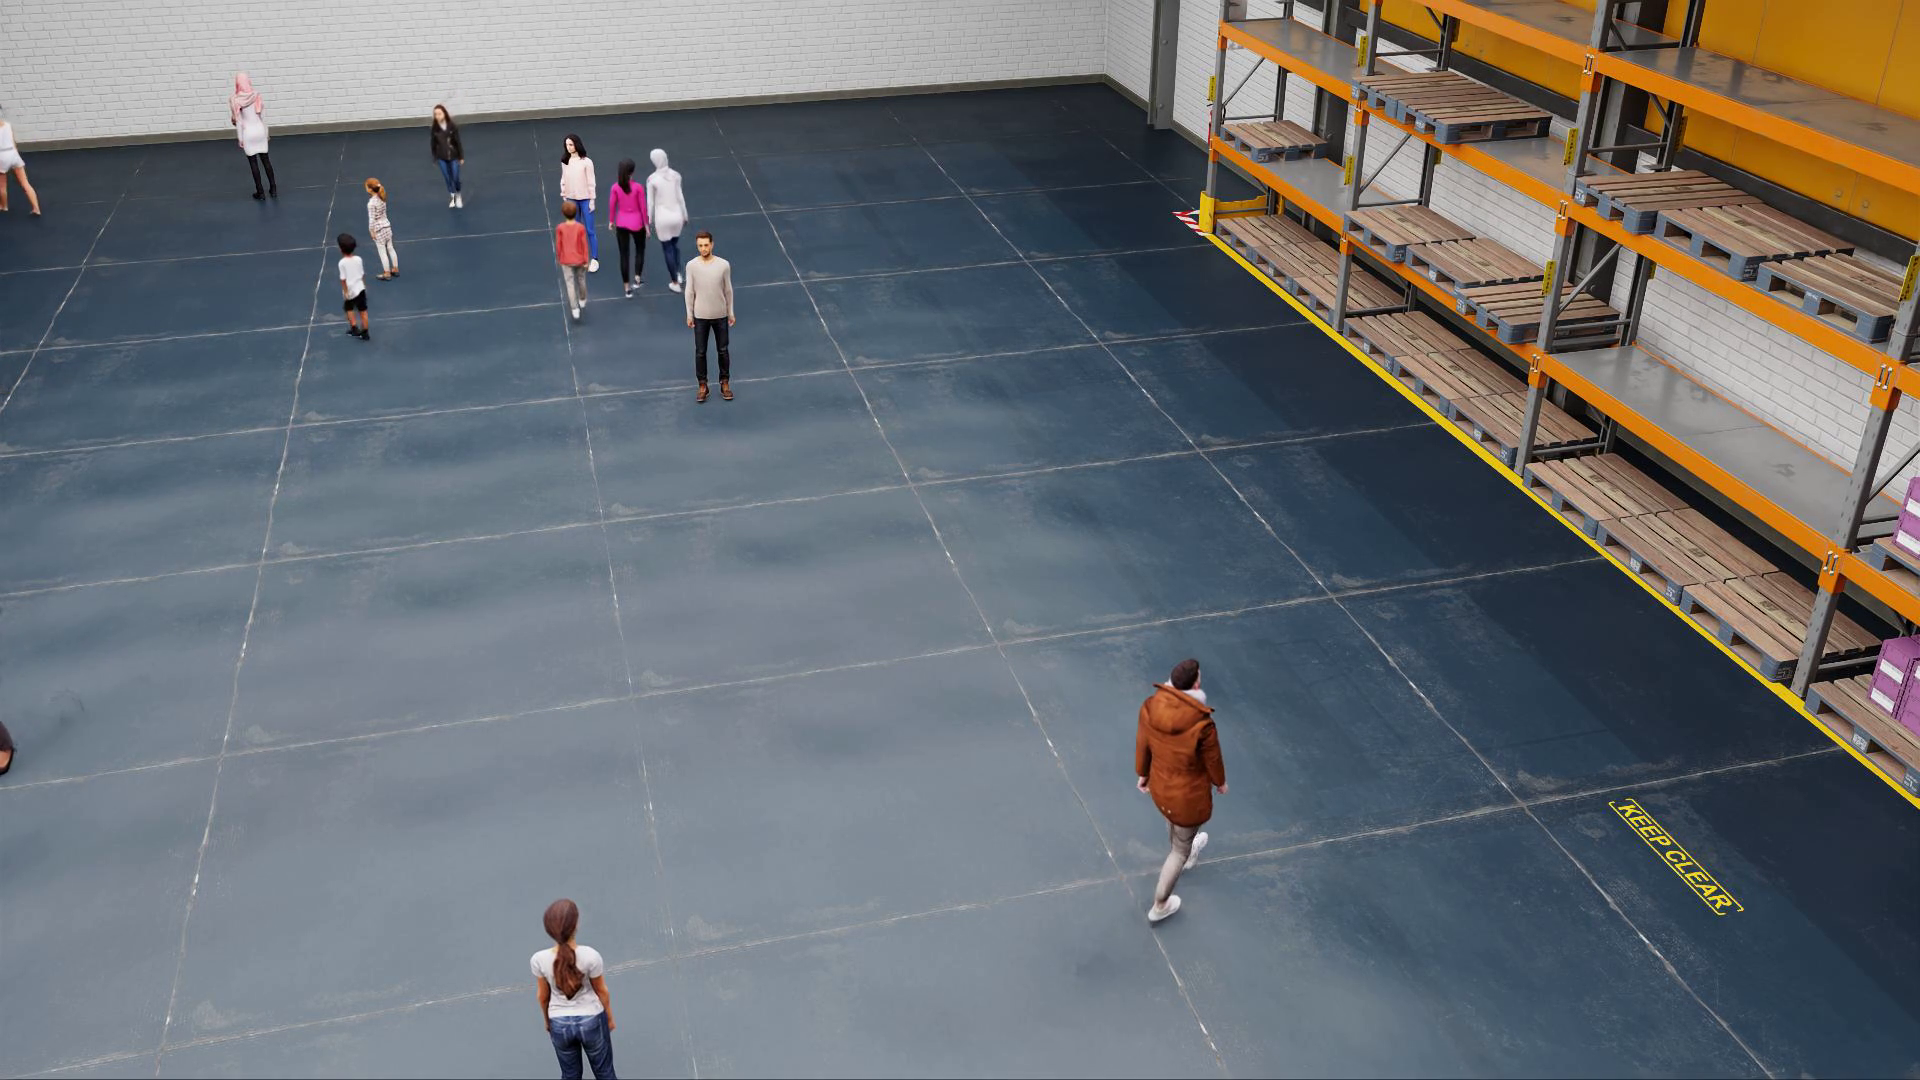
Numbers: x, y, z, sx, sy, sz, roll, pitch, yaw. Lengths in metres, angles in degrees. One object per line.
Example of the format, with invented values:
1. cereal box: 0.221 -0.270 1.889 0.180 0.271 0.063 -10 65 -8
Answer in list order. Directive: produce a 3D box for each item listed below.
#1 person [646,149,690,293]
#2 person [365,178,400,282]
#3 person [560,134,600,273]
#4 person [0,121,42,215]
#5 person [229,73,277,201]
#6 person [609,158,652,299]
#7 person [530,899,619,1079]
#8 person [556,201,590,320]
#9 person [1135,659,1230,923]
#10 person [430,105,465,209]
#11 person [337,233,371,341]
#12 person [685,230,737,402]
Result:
1. person: -3.567 -3.910 20.518 0.758 1.755 0.733 -16 32 -27
2. person: -7.319 -3.941 21.040 0.662 1.310 0.572 6 29 11
3. person: -4.849 -4.314 21.244 0.731 1.769 0.744 10 30 17
4. person: -13.231 -5.264 23.203 1.113 1.560 1.037 17 33 28
5. person: -10.193 -5.823 23.988 0.762 1.790 0.740 25 37 38
6. person: -4.045 -3.801 20.402 0.844 1.674 0.931 -1 29 -1
7. person: -2.035 2.558 8.861 0.589 1.563 0.588 0 29 -1
8. person: -4.610 -3.309 19.802 0.531 1.386 0.926 -6 29 -11
9. person: 1.341 1.598 10.376 1.115 1.798 1.079 25 37 38
10. person: -7.273 -5.478 23.691 0.624 1.470 0.610 -1 29 -2
11. person: -6.966 -2.905 19.205 0.676 1.248 0.616 22 35 34
12. person: -2.636 -2.385 17.606 0.673 1.866 0.564 -5 29 -9
